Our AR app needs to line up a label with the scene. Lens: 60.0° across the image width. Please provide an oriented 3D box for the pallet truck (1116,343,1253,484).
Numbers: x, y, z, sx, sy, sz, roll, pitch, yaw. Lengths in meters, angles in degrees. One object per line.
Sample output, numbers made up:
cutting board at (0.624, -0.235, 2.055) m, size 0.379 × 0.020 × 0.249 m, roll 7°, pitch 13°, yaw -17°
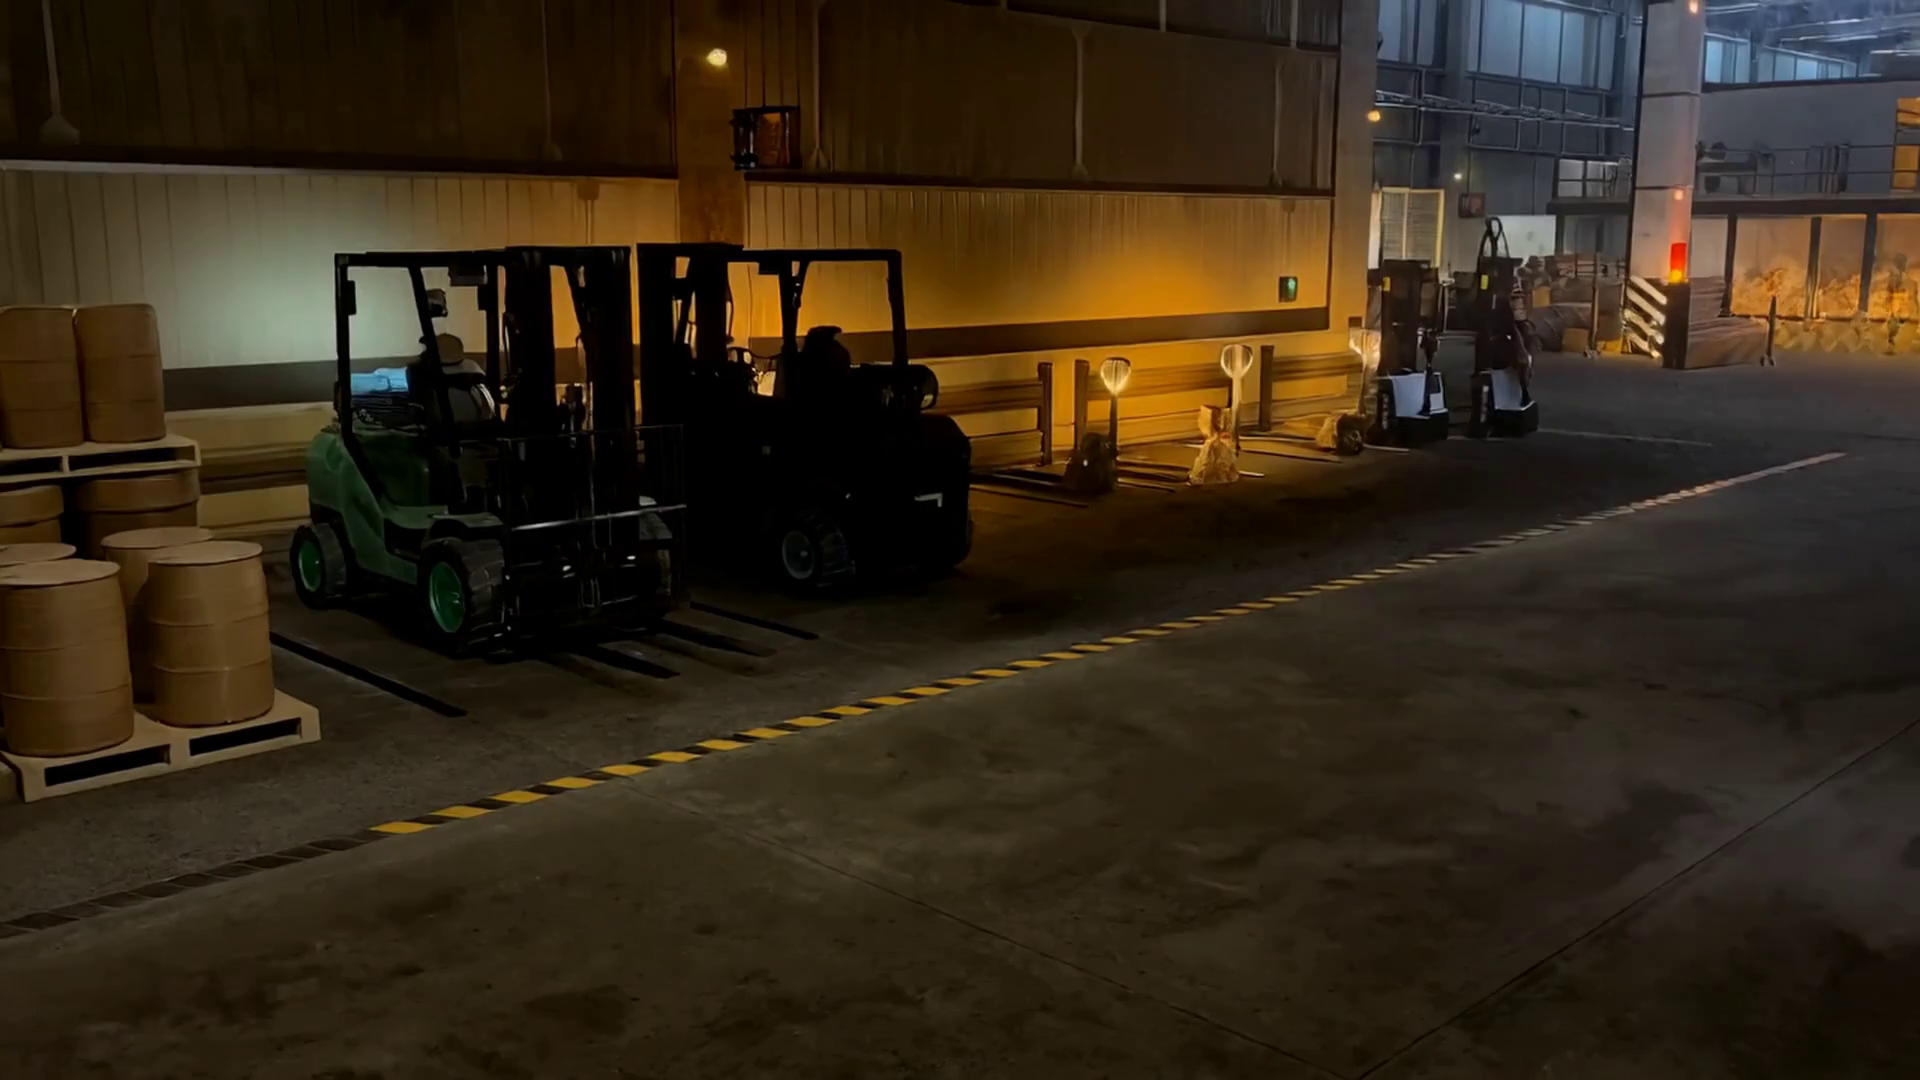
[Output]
pallet truck at (1.962, -1.215, 15.415) m, size 1.522 × 1.261 × 0.704 m, roll 10°, pitch 14°, yaw 43°

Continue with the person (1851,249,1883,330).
person at (21.438, -5.881, 39.254) m, size 0.633 × 1.912 × 0.570 m, roll 8°, pitch 13°, yaw 38°

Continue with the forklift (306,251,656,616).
forklift at (-2.833, -0.669, 9.694) m, size 1.157 × 1.987 × 2.680 m, roll -10°, pitch 14°, yaw -44°

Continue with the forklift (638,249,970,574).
forklift at (-1.173, -0.958, 11.239) m, size 2.680 × 1.987 × 1.157 m, roll 10°, pitch 14°, yaw 43°

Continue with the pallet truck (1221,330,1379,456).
pallet truck at (3.563, -1.581, 17.381) m, size 0.653 × 1.274 × 1.630 m, roll -10°, pitch 14°, yaw -44°

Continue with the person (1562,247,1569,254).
person at (15.560, -6.608, 43.089) m, size 0.589 × 1.927 × 0.368 m, roll -10°, pitch 14°, yaw -44°

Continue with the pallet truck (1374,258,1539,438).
pallet truck at (5.704, -2.208, 18.901) m, size 1.885 × 1.965 × 0.823 m, roll 10°, pitch 14°, yaw 43°

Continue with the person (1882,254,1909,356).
person at (17.450, -4.369, 30.998) m, size 0.577 × 1.884 × 0.353 m, roll -10°, pitch 14°, yaw -44°

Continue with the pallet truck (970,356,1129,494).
pallet truck at (0.784, -1.085, 14.876) m, size 0.680 × 1.201 × 1.601 m, roll -10°, pitch 14°, yaw -44°

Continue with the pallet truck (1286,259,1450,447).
pallet truck at (4.493, -2.078, 18.196) m, size 0.823 × 1.965 × 1.885 m, roll -9°, pitch 14°, yaw -40°
